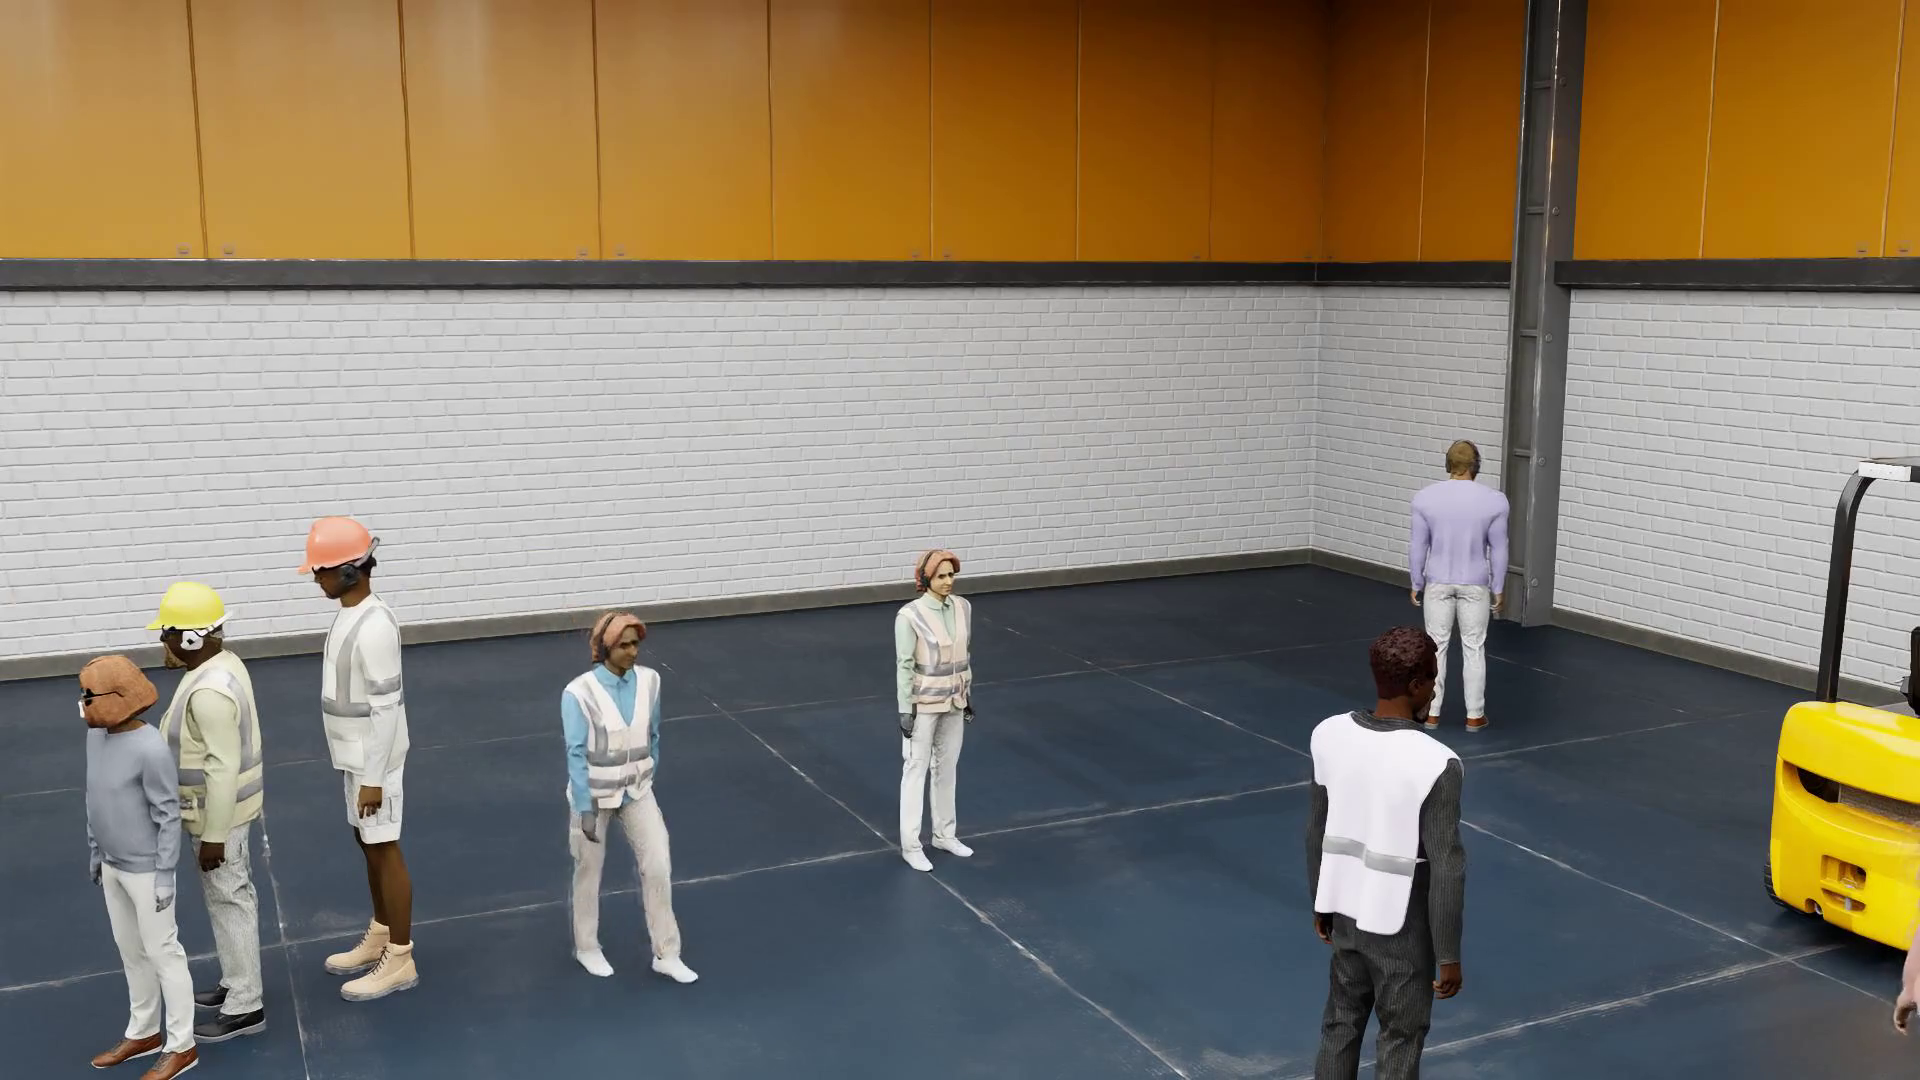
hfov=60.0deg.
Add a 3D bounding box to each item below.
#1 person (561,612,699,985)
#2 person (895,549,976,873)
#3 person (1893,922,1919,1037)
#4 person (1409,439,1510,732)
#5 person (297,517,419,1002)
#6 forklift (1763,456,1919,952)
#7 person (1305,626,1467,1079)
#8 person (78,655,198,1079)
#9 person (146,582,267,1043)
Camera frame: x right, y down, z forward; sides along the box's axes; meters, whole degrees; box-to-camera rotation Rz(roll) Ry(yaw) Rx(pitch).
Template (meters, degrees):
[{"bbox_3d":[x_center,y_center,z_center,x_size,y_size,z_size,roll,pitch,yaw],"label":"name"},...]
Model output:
[{"bbox_3d":[-1.419,1.111,7.017,0.515,1.611,0.730,-9,13,-43],"label":"person"},{"bbox_3d":[-0.124,0.855,8.508,0.307,1.639,0.525,9,12,43],"label":"person"},{"bbox_3d":[3.063,1.410,4.853,0.910,1.707,0.533,-1,9,-3],"label":"person"},{"bbox_3d":[3.286,0.304,11.008,0.630,1.936,0.369,4,10,21],"label":"person"},{"bbox_3d":[-2.519,0.906,6.973,0.392,2.033,0.605,-5,10,-29],"label":"person"},{"bbox_3d":[4.857,0.731,7.561,2.313,2.155,1.214,-4,10,-25],"label":"forklift"},{"bbox_3d":[1.356,1.223,5.361,0.372,1.916,0.597,-6,11,-34],"label":"person"},{"bbox_3d":[-3.099,1.226,6.221,0.506,1.631,0.281,6,11,34],"label":"person"},{"bbox_3d":[-2.974,1.065,6.603,0.403,1.830,0.600,-4,10,-22],"label":"person"}]
